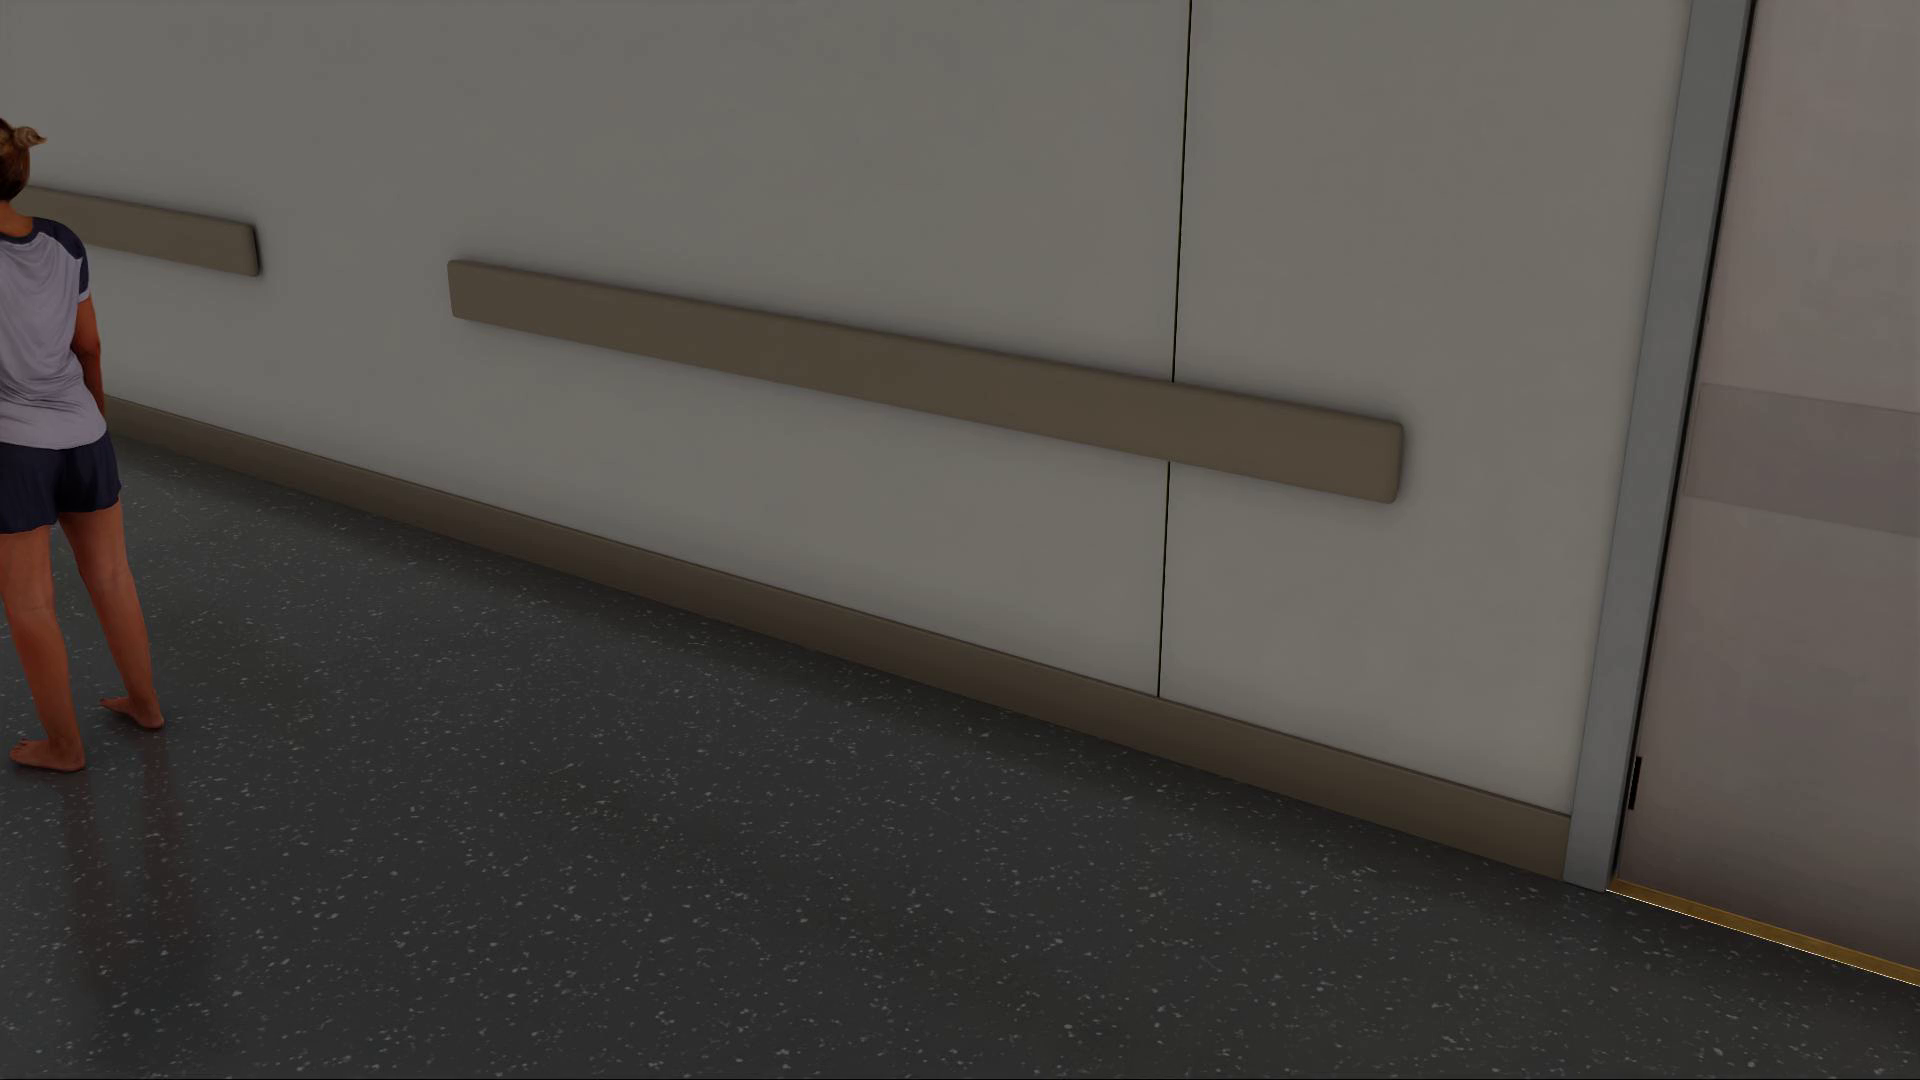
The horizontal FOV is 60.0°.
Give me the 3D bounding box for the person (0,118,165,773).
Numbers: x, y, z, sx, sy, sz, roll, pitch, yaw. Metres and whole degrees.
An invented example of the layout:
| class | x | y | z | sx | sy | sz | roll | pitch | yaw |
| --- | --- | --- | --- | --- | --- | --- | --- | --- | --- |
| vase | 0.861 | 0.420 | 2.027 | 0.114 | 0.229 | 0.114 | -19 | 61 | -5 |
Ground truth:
| class | x | y | z | sx | sy | sz | roll | pitch | yaw |
| --- | --- | --- | --- | --- | --- | --- | --- | --- | --- |
| person | -2.257 | -0.222 | 4.072 | 0.668 | 1.623 | 0.532 | 9 | 23 | 24 |
